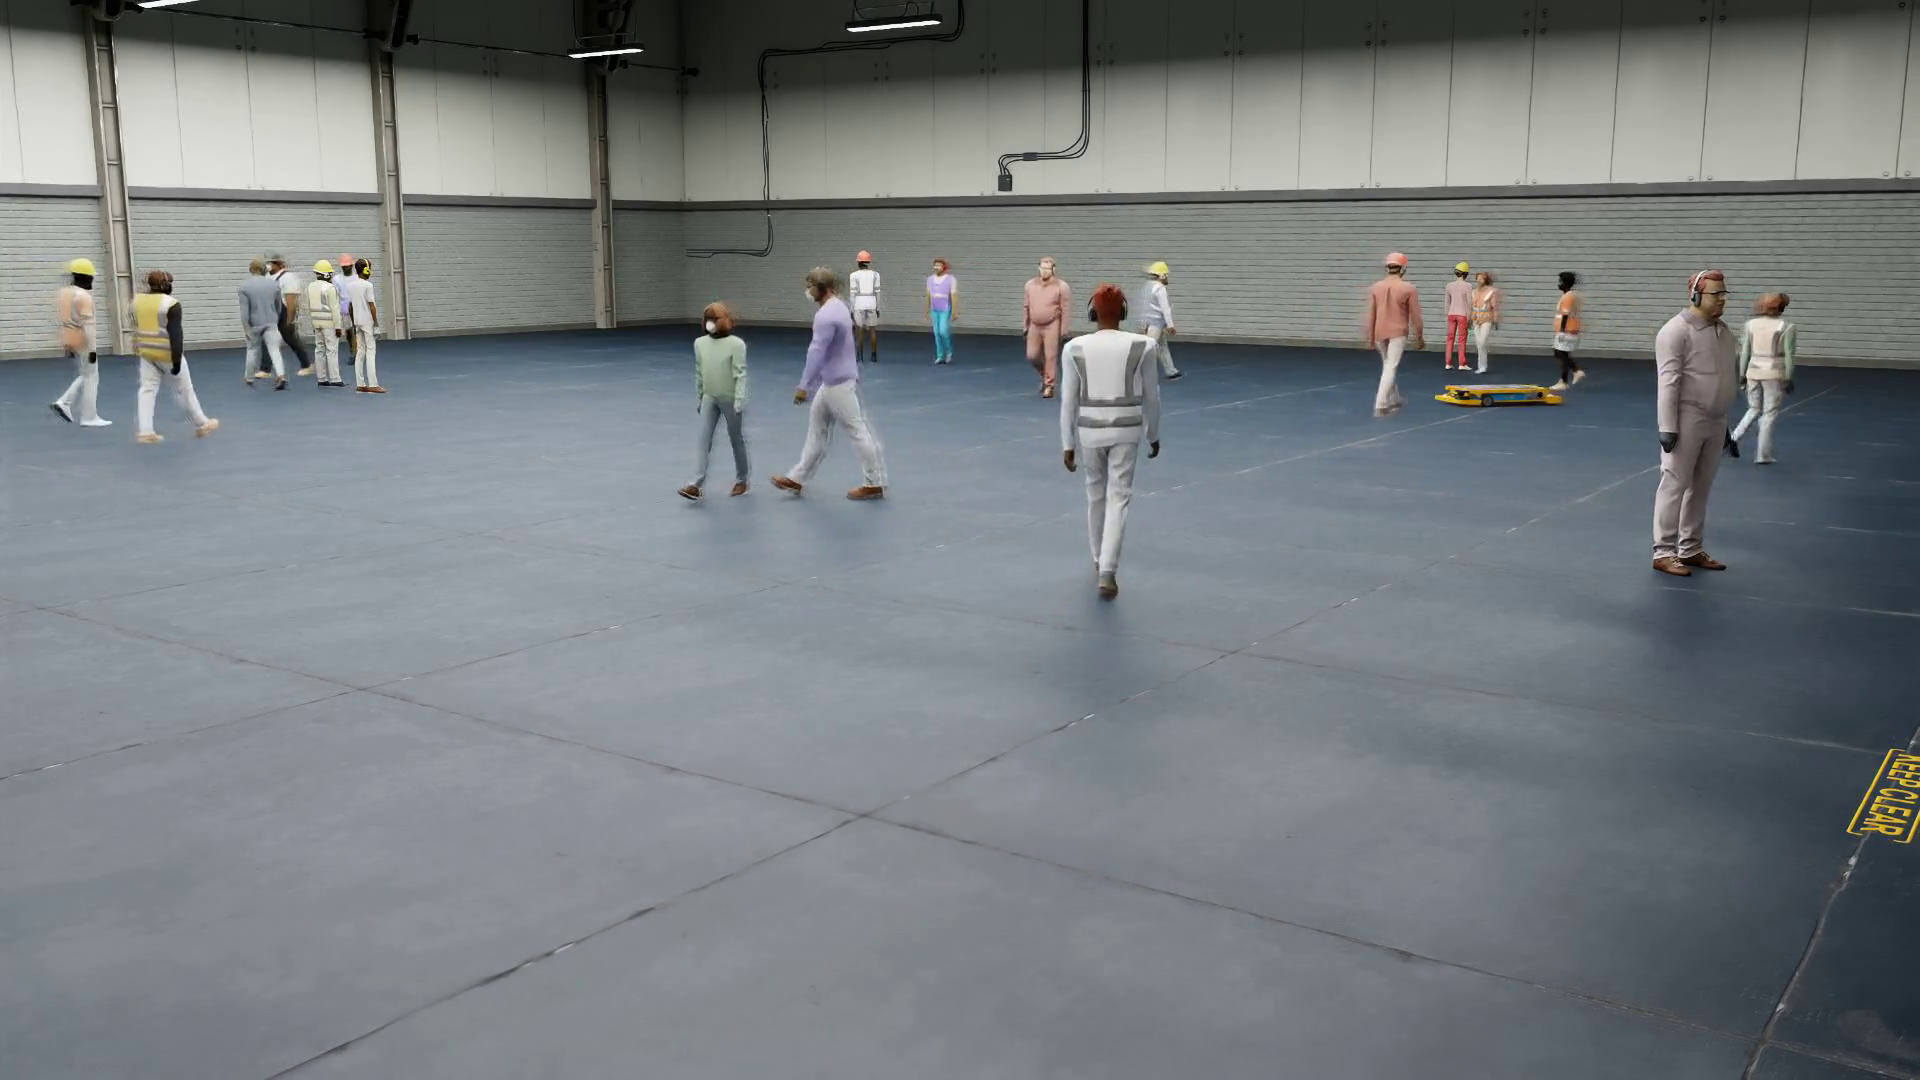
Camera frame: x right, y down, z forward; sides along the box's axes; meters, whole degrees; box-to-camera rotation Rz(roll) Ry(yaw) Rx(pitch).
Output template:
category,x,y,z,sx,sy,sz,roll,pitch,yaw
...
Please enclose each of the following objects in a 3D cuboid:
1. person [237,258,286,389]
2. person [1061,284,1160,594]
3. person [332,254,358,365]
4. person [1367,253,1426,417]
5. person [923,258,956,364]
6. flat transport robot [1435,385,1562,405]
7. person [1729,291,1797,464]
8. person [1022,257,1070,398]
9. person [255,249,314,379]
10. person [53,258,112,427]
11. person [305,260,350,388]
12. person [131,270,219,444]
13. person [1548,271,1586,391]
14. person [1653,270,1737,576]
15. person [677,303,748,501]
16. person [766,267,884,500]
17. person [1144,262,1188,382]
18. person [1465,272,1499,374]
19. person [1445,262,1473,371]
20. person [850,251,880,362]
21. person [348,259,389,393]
category,x,y,z,sx,sy,sz,roll,pitch,yaw
person,-9.960,-3.076,23.729,0.619,1.873,1.026,-7,12,-35
person,0.898,-0.617,10.035,0.576,1.841,0.964,3,10,15
person,-10.536,-3.990,28.749,0.553,1.907,0.947,-1,10,-8
person,5.303,-2.479,20.107,0.977,1.945,0.638,-10,14,-43
person,-0.330,-3.920,28.551,0.566,1.828,0.446,7,13,36
flat transport robot,6.957,-1.884,21.501,1.431,0.197,0.652,-2,10,-11
person,7.557,-1.514,15.620,0.415,1.630,0.521,-5,11,-28
person,1.162,-2.863,22.449,0.666,1.887,0.476,4,11,23
person,-10.512,-3.530,25.764,0.709,2.000,0.993,5,11,27
person,-9.950,-2.225,18.810,0.610,1.906,0.496,8,13,38
person,-9.090,-3.091,23.885,0.587,1.834,0.403,6,12,30
person,-8.335,-1.937,17.529,0.626,1.795,0.944,3,11,16
person,8.571,-2.940,23.439,0.420,1.689,0.538,4,11,19
person,4.650,-0.734,10.478,0.651,1.907,0.409,-6,12,-32
person,-1.965,-1.105,13.414,0.524,1.583,0.839,4,11,24
person,-1.088,-1.253,13.452,1.023,1.874,0.655,0,10,2
person,2.966,-3.220,24.742,0.945,1.791,0.584,-2,10,-10
person,8.279,-3.449,26.453,0.497,1.621,0.548,-7,12,-33
person,8.184,-3.658,27.248,0.311,1.769,0.522,-9,13,-40
person,-1.665,-4.079,29.115,0.545,1.942,0.347,-3,11,-16
person,-8.252,-2.965,23.097,0.520,1.865,0.328,6,12,30
